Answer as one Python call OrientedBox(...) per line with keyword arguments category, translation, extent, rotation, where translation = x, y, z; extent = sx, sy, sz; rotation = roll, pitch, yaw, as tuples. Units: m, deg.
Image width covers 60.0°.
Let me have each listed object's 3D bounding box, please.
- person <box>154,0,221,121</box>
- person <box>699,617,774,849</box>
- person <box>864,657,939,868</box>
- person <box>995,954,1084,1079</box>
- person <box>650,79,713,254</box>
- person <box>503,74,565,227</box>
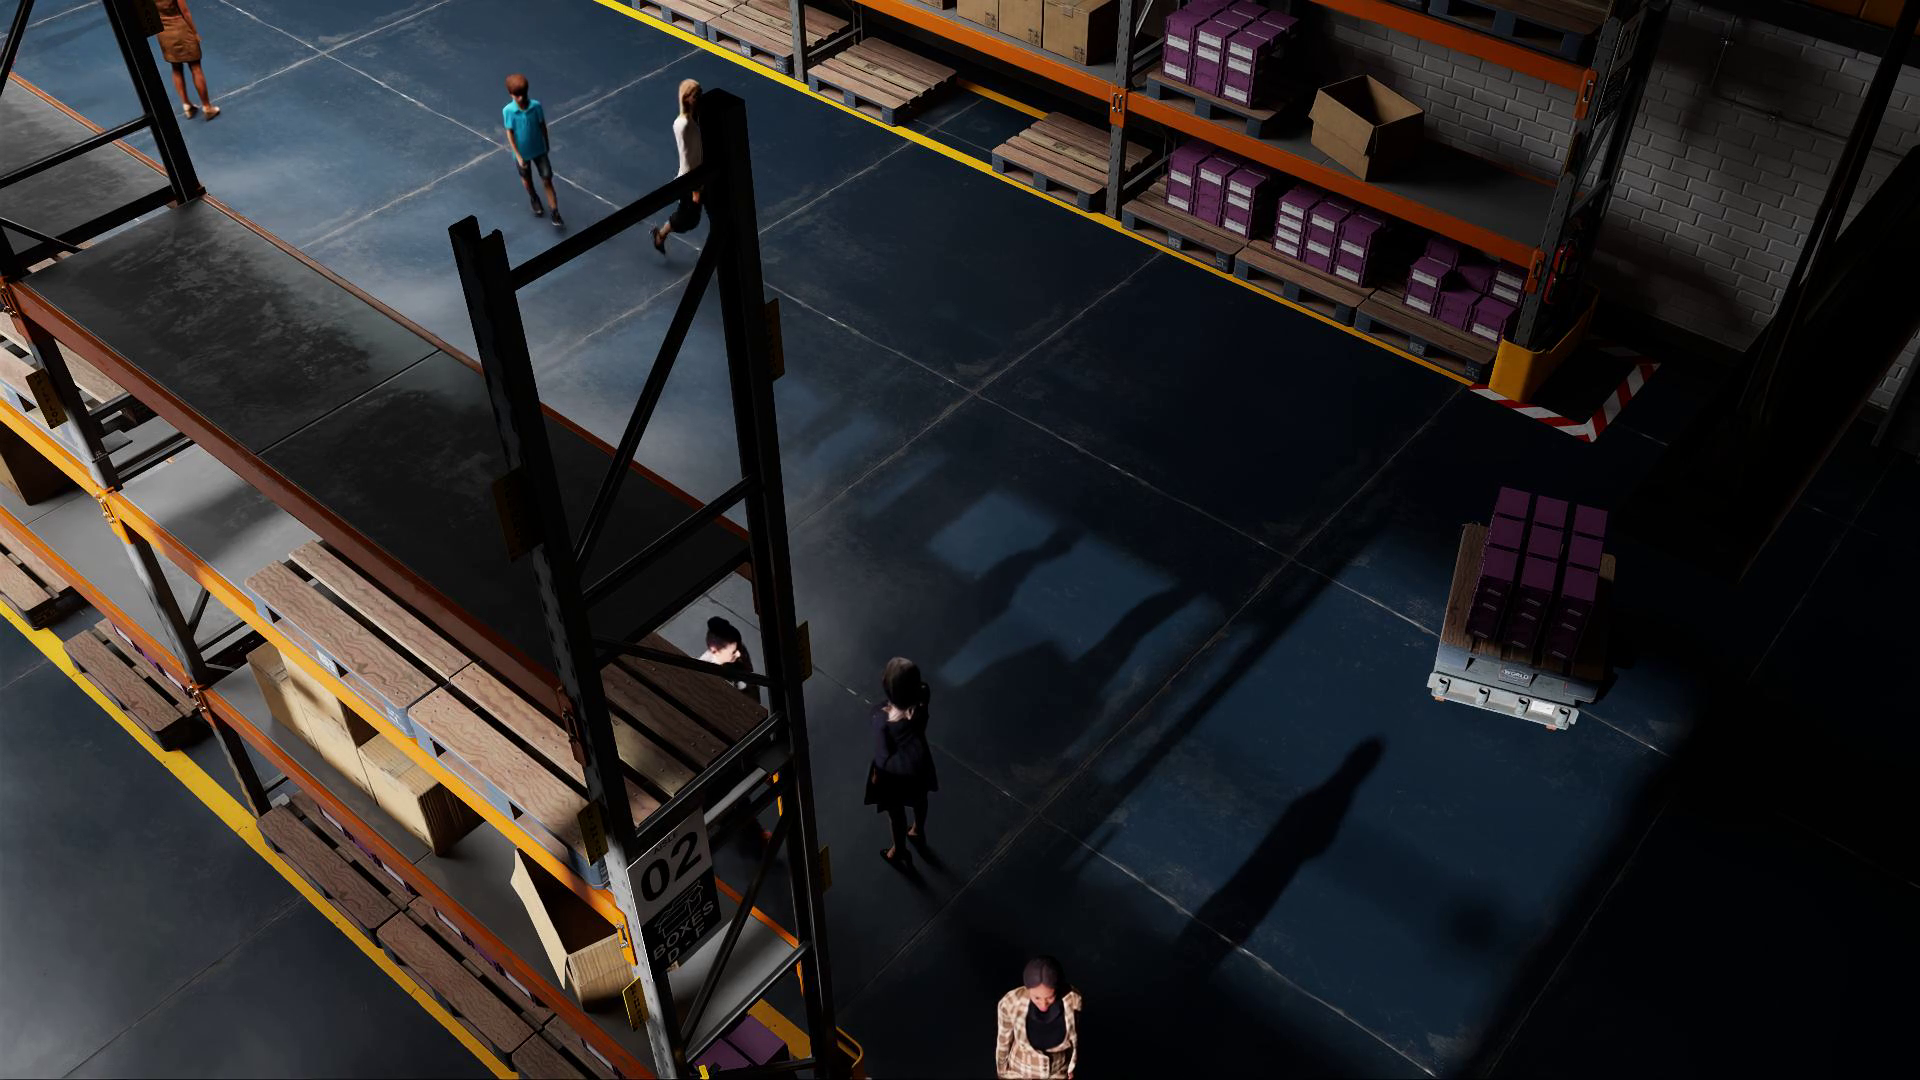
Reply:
OrientedBox(category="person", translation=(-7.632, -4.915, 16.203), extent=(0.606, 1.684, 0.701), rotation=(5, 44, 5))
OrientedBox(category="person", translation=(-1.496, 1.058, 9.908), extent=(0.981, 1.718, 0.810), rotation=(22, 48, 22))
OrientedBox(category="person", translation=(-0.343, 1.283, 9.651), extent=(0.570, 1.747, 0.610), rotation=(33, 53, 30))
OrientedBox(category="person", translation=(0.376, 2.593, 8.242), extent=(0.679, 1.795, 0.731), rotation=(-6, 44, -6))
OrientedBox(category="person", translation=(-2.309, -3.043, 14.133), extent=(1.207, 1.828, 0.829), rotation=(18, 47, 18))
OrientedBox(category="person", translation=(-3.903, -3.557, 14.970), extent=(0.785, 1.419, 0.971), rotation=(-15, 46, -15))
